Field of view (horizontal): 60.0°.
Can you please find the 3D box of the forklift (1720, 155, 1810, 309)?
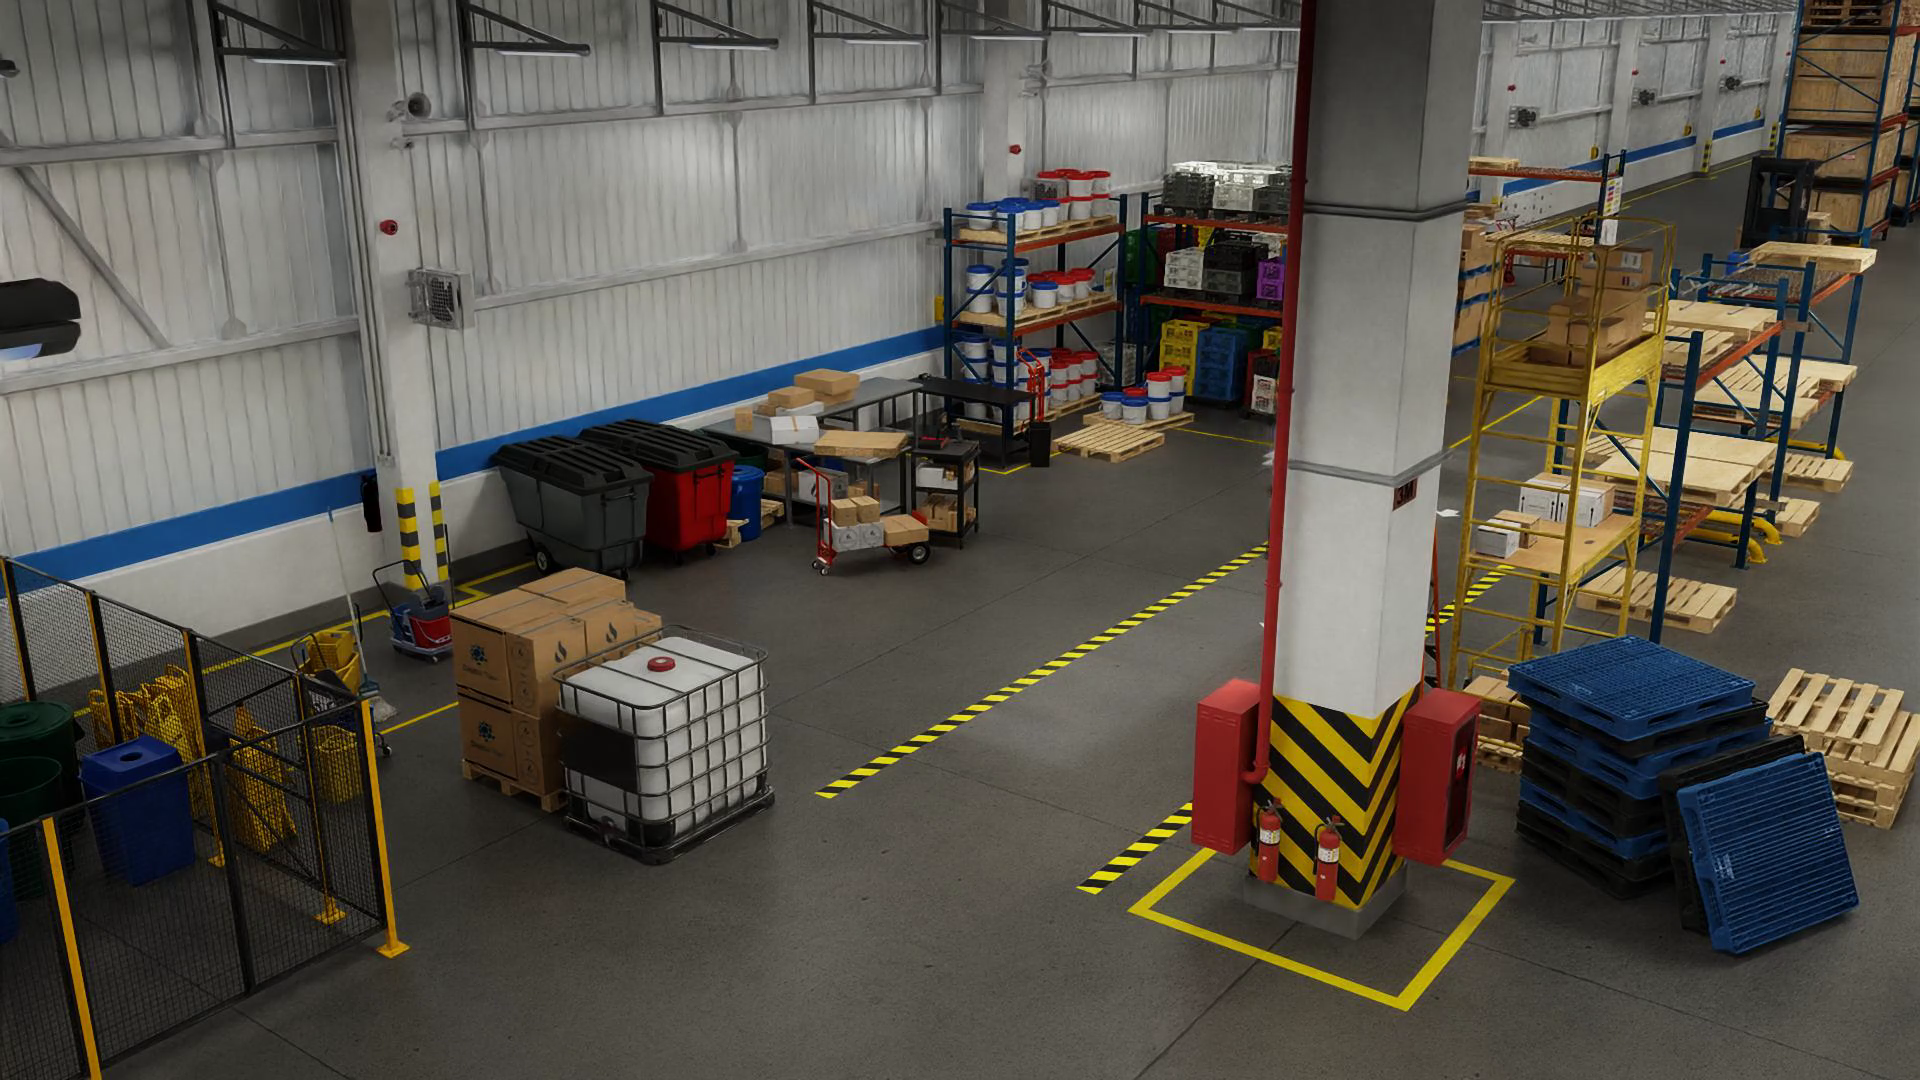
[{"bbox_3d":[15.325,-5.833,31.472,1.129,2.768,1.873,13,22,34],"label":"forklift"}]
